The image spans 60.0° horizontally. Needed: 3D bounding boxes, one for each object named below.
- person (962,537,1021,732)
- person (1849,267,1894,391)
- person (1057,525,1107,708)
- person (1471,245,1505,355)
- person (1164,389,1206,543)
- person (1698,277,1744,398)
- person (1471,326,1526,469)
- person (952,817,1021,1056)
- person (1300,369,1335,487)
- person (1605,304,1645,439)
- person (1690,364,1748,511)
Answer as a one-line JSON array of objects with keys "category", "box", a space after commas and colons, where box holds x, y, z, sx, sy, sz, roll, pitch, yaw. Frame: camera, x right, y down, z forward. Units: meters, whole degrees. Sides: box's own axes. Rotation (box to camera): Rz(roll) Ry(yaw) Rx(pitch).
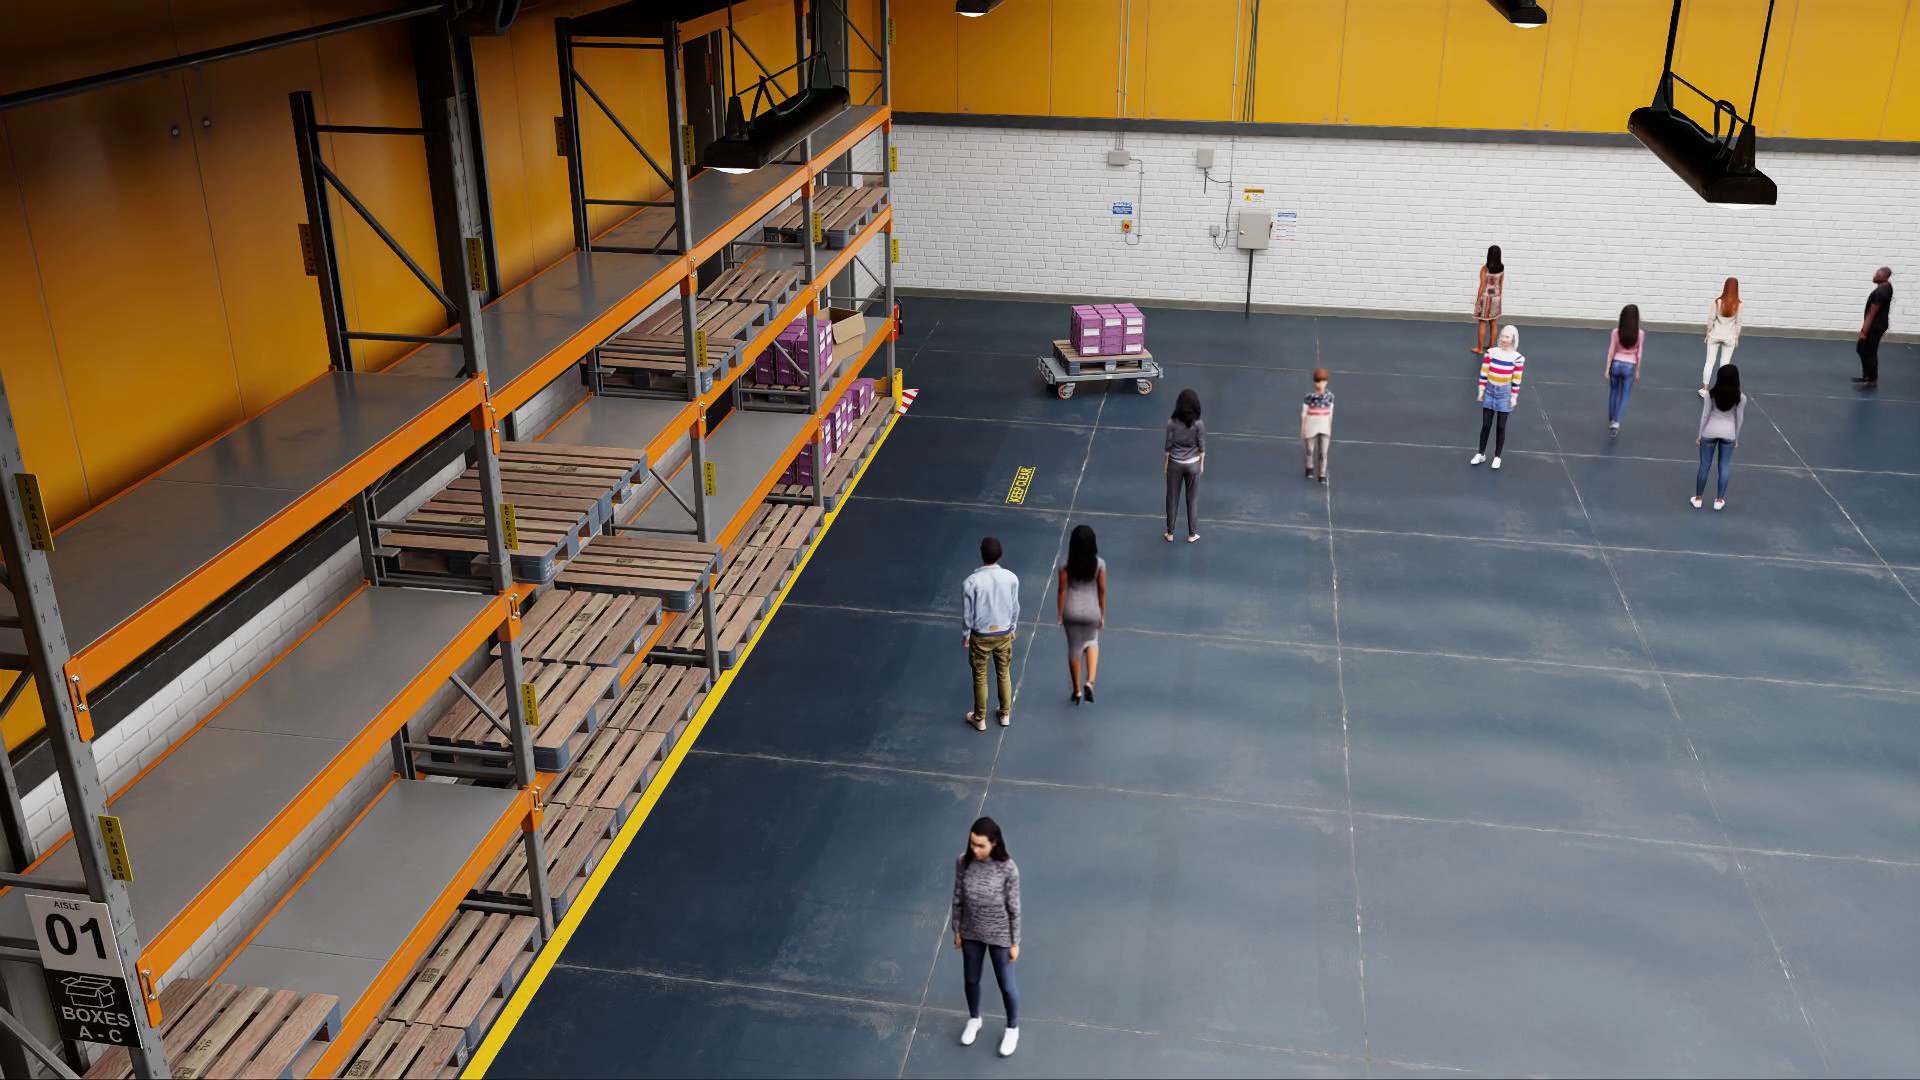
[{"category": "person", "box": [0.268, 0.819, 14.635, 0.762, 1.812, 0.750, -8, 25, -17]}, {"category": "person", "box": [12.842, -2.954, 23.293, 0.852, 1.790, 0.680, 21, 31, 39]}, {"category": "person", "box": [1.085, 0.732, 14.886, 0.656, 1.771, 0.755, 0, 24, 0]}, {"category": "person", "box": [7.959, -3.626, 25.012, 0.729, 1.645, 0.725, -9, 25, -20]}, {"category": "person", "box": [2.484, -0.817, 18.441, 0.588, 1.761, 0.498, 4, 24, 10]}, {"category": "person", "box": [10.566, -2.805, 23.048, 0.644, 1.713, 0.630, 10, 26, 22]}, {"category": "person", "box": [6.674, -1.785, 20.597, 0.726, 1.808, 0.692, 16, 29, 33]}, {"category": "person", "box": [0.187, 2.538, 10.808, 0.658, 1.727, 0.589, 9, 25, 19]}, {"category": "person", "box": [4.329, -1.400, 20.220, 0.586, 1.405, 0.918, 2, 24, 3]}, {"category": "person", "box": [8.614, -2.182, 21.618, 0.779, 1.717, 1.135, 12, 26, 25]}, {"category": "person", "box": [8.825, -1.200, 19.349, 0.640, 1.736, 0.581, 8, 25, 18]}]
